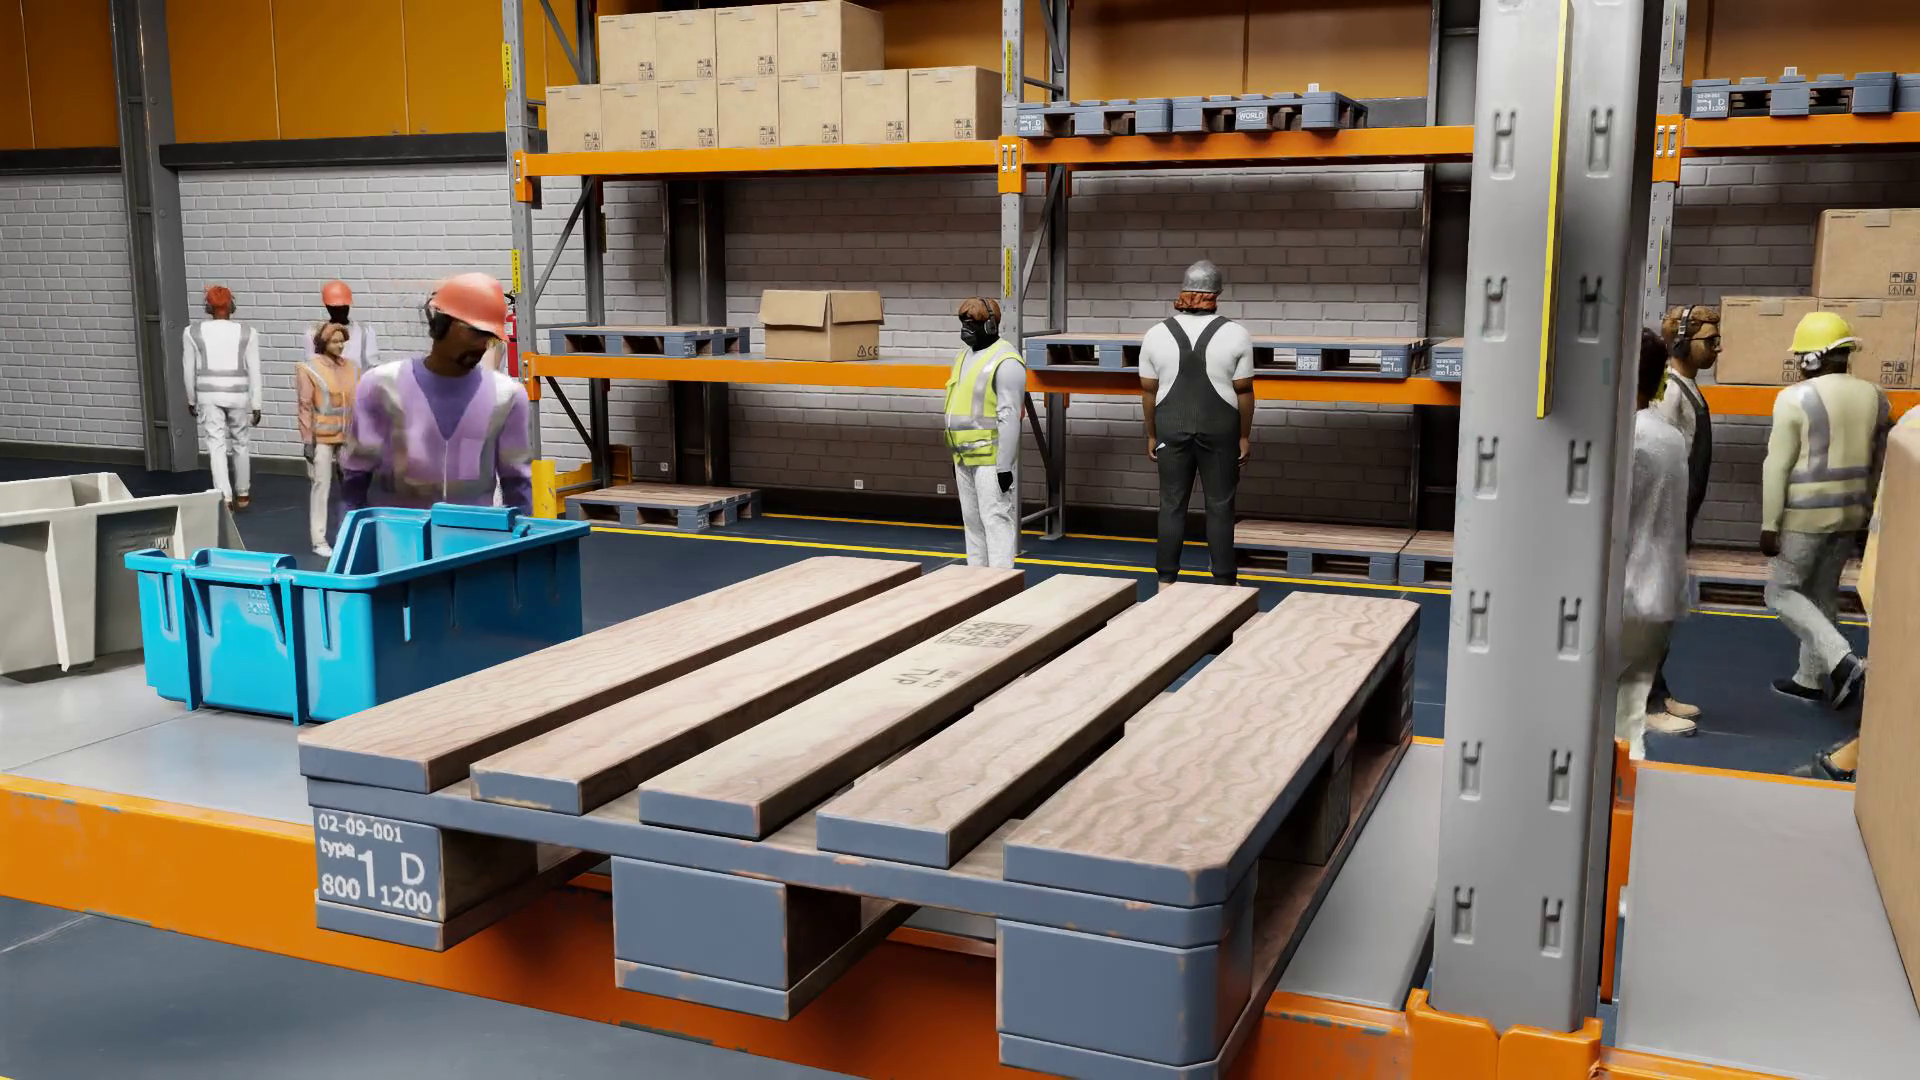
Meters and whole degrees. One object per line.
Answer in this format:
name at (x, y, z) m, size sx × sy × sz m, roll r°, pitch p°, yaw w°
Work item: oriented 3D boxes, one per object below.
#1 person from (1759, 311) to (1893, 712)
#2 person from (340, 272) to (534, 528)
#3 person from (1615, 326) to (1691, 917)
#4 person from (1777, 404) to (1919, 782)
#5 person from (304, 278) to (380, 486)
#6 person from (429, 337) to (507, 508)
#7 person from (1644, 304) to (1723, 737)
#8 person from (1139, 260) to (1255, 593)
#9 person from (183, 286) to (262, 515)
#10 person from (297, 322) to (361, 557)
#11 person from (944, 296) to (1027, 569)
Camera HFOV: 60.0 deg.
person at (3.862, -0.105, 7.377) m, size 0.607 × 1.806 × 0.588 m, roll -3°, pitch 10°, yaw -17°
person at (-1.922, 0.019, 6.117) m, size 0.686 × 1.991 × 0.733 m, roll -4°, pitch 10°, yaw -24°
person at (2.091, 0.258, 5.146) m, size 0.494 × 1.824 × 0.587 m, roll 9°, pitch 13°, yaw 44°
person at (3.031, 0.194, 5.318) m, size 0.618 × 1.907 × 0.615 m, roll 9°, pitch 13°, yaw 44°
person at (-4.875, -1.114, 13.168) m, size 0.578 × 1.904 × 0.825 m, roll -5°, pitch 11°, yaw -29°
person at (-3.590, -0.902, 12.108) m, size 0.429 × 1.835 × 0.630 m, roll 7°, pitch 12°, yaw 38°
person at (3.084, -0.089, 7.186) m, size 0.333 × 1.844 × 0.515 m, roll 5°, pitch 11°, yaw 28°
person at (1.441, -0.660, 10.024) m, size 0.682 × 2.000 × 0.537 m, roll 3°, pitch 10°, yaw 18°
person at (-5.950, -1.126, 13.459) m, size 0.574 × 1.838 × 0.969 m, roll -5°, pitch 11°, yaw -26°
person at (-4.315, -0.681, 11.424) m, size 0.394 × 1.615 × 0.530 m, roll 5°, pitch 11°, yaw 30°
person at (0.128, -0.464, 9.487) m, size 0.429 × 1.837 × 0.624 m, roll -5°, pitch 11°, yaw -27°
